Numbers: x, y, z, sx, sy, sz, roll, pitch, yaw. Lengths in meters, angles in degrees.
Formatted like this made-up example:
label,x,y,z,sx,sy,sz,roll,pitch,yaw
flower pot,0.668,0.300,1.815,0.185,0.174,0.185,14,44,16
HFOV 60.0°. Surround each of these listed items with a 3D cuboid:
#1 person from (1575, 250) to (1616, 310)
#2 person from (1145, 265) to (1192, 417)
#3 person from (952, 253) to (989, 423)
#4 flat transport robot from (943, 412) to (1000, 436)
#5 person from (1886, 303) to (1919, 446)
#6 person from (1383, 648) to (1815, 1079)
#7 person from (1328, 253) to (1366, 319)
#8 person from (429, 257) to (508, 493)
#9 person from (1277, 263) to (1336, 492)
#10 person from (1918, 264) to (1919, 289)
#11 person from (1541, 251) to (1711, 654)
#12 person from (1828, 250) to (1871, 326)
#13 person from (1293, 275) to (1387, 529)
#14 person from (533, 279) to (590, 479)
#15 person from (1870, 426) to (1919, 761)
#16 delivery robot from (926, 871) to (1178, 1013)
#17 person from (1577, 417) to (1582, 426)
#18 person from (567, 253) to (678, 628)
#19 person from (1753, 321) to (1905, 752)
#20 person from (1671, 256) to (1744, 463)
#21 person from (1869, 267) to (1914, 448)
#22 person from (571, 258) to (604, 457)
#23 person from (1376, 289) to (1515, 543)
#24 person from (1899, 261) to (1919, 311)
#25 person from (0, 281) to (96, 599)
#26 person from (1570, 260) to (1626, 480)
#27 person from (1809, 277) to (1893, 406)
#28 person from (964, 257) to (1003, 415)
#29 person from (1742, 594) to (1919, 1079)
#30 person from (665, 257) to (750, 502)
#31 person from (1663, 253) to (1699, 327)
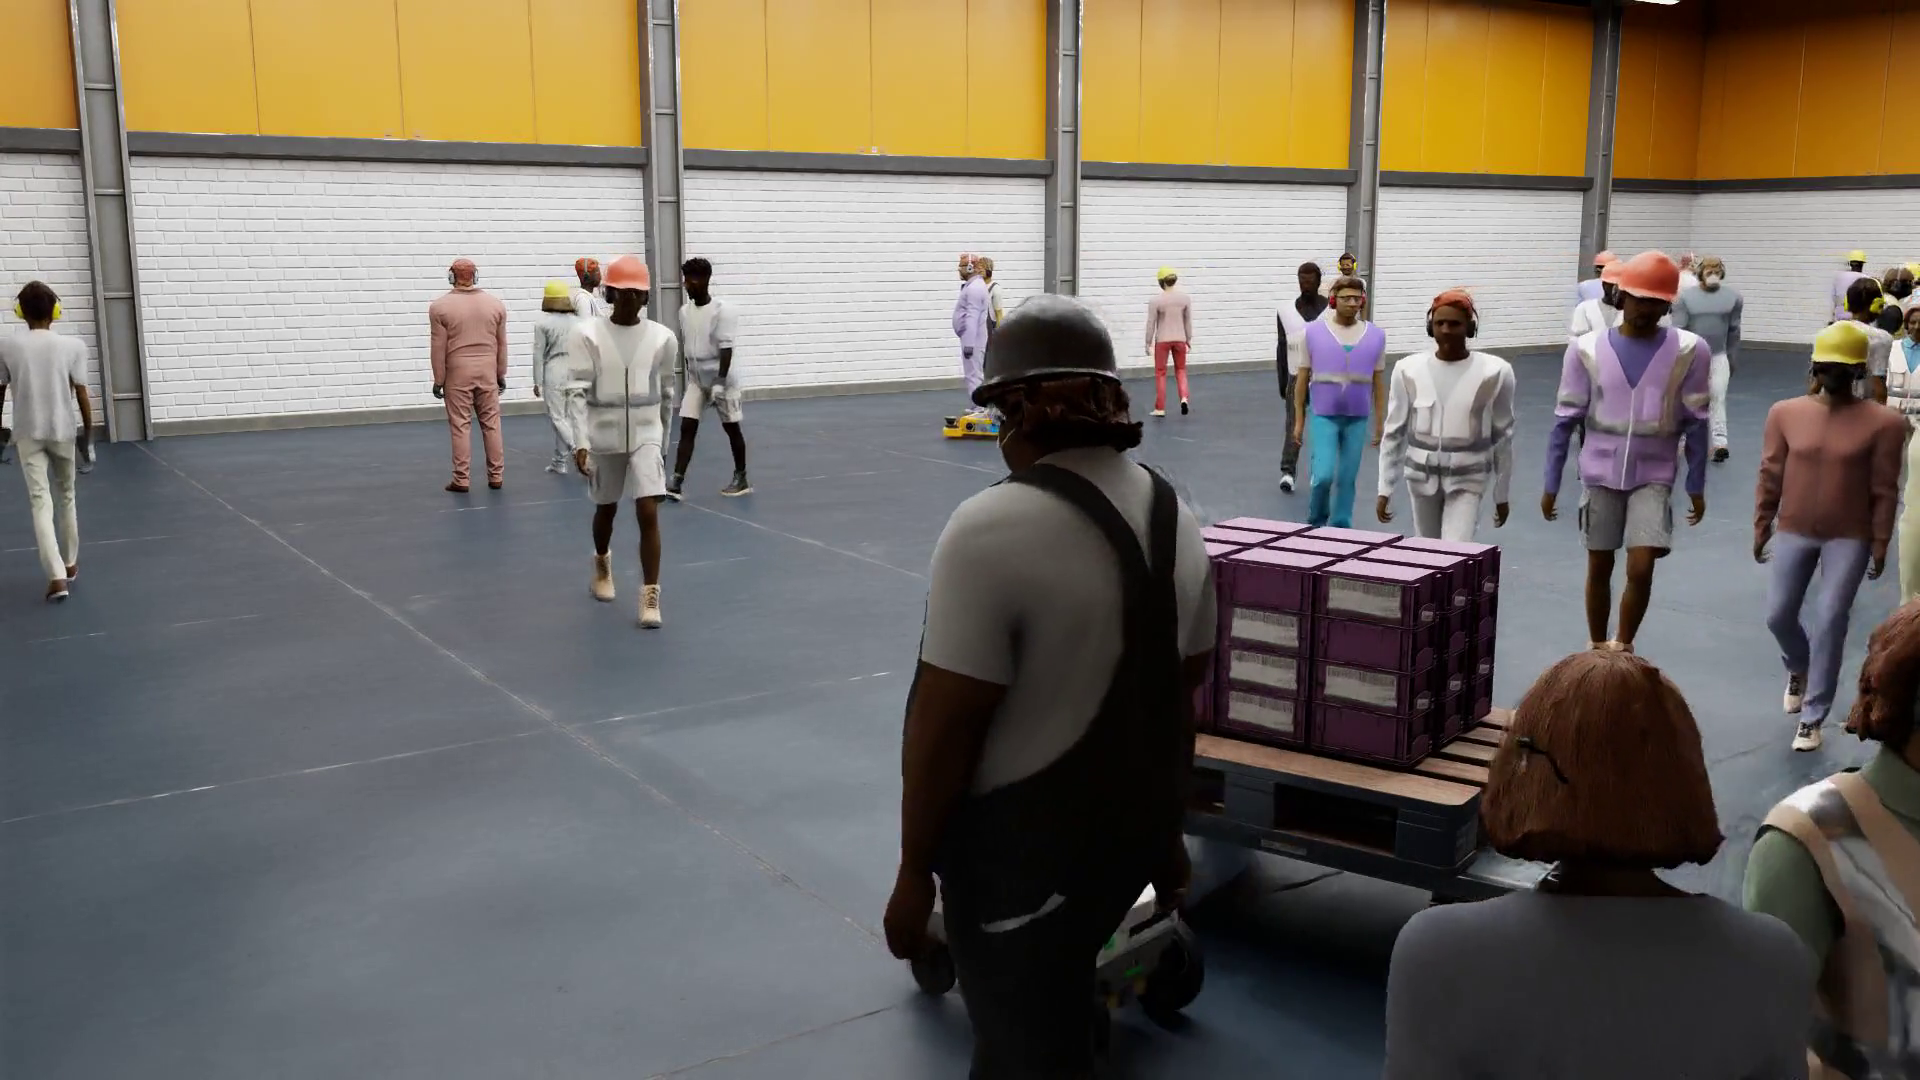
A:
label,x,y,z,sx,sy,sz,roll,pitch,yaw
person,7.366,-2.389,19.292,0.548,1.922,0.702,8,13,37
person,2.409,-2.279,19.138,0.569,1.760,0.428,-3,11,-14
person,0.115,-2.180,18.227,0.401,1.901,0.647,1,10,3
flat transport robot,0.601,-1.186,17.230,1.431,0.197,0.652,4,11,20
person,6.398,-0.774,11.222,0.513,1.639,0.307,8,13,36
person,0.718,0.944,1.872,0.526,1.612,0.473,-1,10,-8
person,4.950,-2.749,21.412,0.513,1.872,0.328,3,11,15
person,-4.015,-1.342,13.598,0.643,1.908,0.410,-7,13,-36
person,2.876,-1.328,13.646,0.602,1.862,0.991,3,11,18
person,14.275,-3.295,24.907,0.536,1.685,0.503,1,10,7
person,2.950,-0.263,7.398,0.685,2.008,0.654,5,12,26
person,12.691,-3.189,23.777,0.825,1.908,0.596,-7,13,-34
person,2.427,-0.764,10.618,0.592,1.830,0.449,-1,10,-5
person,-3.429,-1.392,14.407,0.797,1.718,0.496,10,14,42
person,3.534,0.159,5.749,0.616,1.774,0.976,1,10,6
delivery robot,0.221,0.956,4.448,0.707,0.478,0.477,9,14,41
person,6.595,-1.860,16.419,0.802,1.914,0.554,5,11,24
person,-1.849,-0.572,9.145,0.603,2.008,1.022,-3,11,-17
person,3.557,-0.028,6.840,0.527,1.752,0.520,8,13,38
person,6.882,-1.654,15.354,0.626,1.883,1.023,3,11,15
person,8.636,-1.602,15.349,0.955,1.791,0.622,2,11,13
person,-3.418,-1.653,15.373,0.351,1.881,0.582,-3,11,-15
person,2.305,-0.260,7.879,0.575,1.845,0.969,7,12,32
person,10.500,-2.168,18.384,0.751,1.813,0.599,4,11,22
person,-5.360,-0.590,9.724,0.536,1.819,0.976,-6,12,-30
person,5.362,-1.375,13.860,0.563,1.883,1.012,3,11,16
person,5.378,-0.692,10.229,0.752,1.845,0.545,-4,11,-23
person,0.293,-2.348,19.296,0.343,1.840,0.506,-7,13,-35
person,1.294,0.876,2.201,0.535,1.616,0.462,-4,11,-21
person,-2.023,-1.249,13.065,0.617,1.905,0.988,6,12,31
person,9.657,-2.855,22.045,1.001,1.854,0.646,1,10,7
